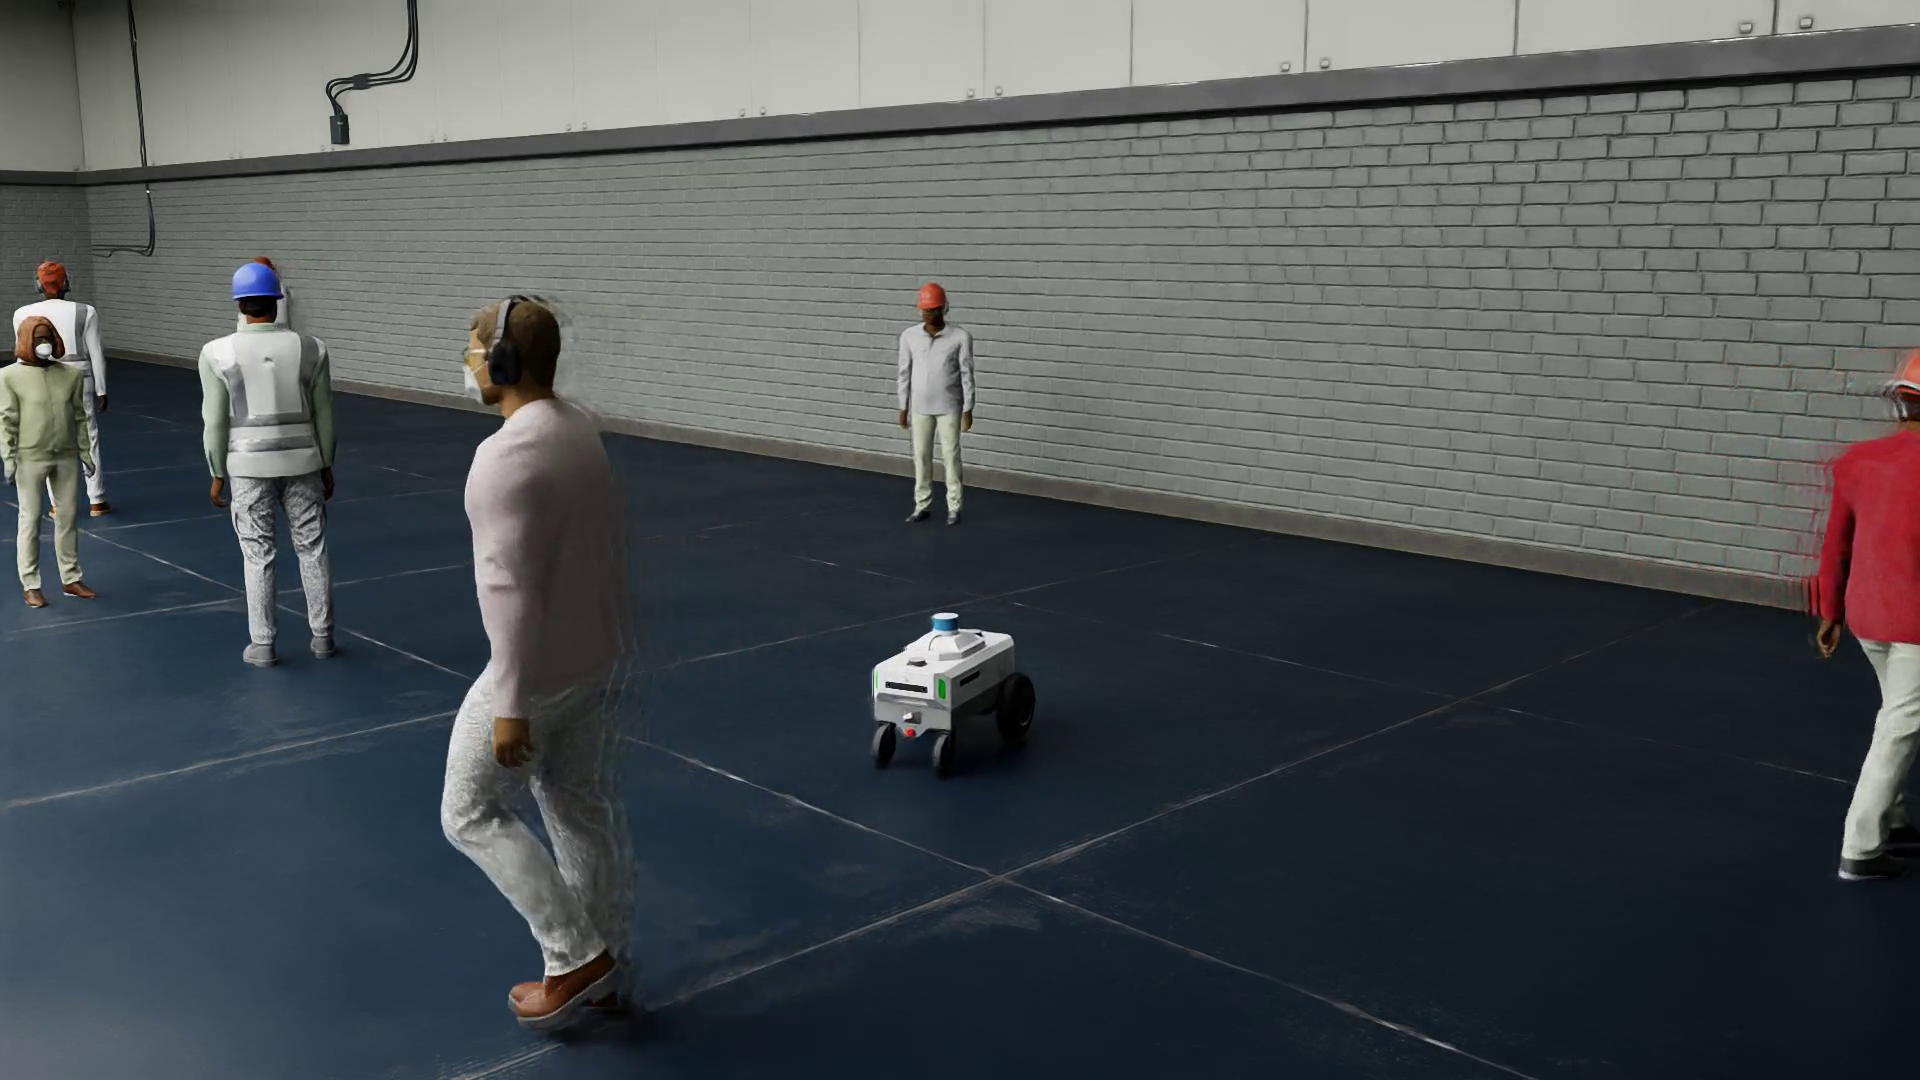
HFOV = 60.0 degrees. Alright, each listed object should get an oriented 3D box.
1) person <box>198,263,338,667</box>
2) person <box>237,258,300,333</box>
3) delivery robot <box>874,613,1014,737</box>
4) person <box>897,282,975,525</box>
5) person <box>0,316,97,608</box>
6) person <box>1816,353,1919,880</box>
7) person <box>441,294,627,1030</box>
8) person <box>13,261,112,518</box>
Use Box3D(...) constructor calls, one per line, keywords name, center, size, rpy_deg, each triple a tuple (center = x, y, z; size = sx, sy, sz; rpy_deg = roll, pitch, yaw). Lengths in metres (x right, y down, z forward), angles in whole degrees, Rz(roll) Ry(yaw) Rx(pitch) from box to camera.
Box3D(name="person", center=(-3.328, -0.356, 8.049), size=(0.605, 1.944, 0.402), rpy_deg=(-7, 12, -33))
Box3D(name="person", center=(-7.103, -1.936, 16.933), size=(0.942, 1.839, 0.611), rpy_deg=(6, 12, 31))
Box3D(name="delivery robot", center=(-0.057, 0.539, 6.706), size=(0.477, 0.478, 0.707), rpy_deg=(5, 12, 25))
Box3D(name="person", center=(-0.184, -0.974, 11.976), size=(0.574, 1.742, 0.357), rpy_deg=(3, 11, 16))
Box3D(name="person", center=(-5.153, -0.448, 9.398), size=(0.266, 1.631, 0.507), rpy_deg=(7, 12, 33))
Box3D(name="person", center=(3.140, 0.243, 5.364), size=(0.668, 1.728, 0.569), rpy_deg=(-3, 11, -17))
Box3D(name="person", center=(-1.097, 0.341, 4.286), size=(0.445, 1.924, 0.658), rpy_deg=(1, 10, 8))
Box3D(name="person", center=(-6.597, -1.099, 12.259), size=(0.572, 1.887, 0.356), rpy_deg=(-4, 11, -23))
